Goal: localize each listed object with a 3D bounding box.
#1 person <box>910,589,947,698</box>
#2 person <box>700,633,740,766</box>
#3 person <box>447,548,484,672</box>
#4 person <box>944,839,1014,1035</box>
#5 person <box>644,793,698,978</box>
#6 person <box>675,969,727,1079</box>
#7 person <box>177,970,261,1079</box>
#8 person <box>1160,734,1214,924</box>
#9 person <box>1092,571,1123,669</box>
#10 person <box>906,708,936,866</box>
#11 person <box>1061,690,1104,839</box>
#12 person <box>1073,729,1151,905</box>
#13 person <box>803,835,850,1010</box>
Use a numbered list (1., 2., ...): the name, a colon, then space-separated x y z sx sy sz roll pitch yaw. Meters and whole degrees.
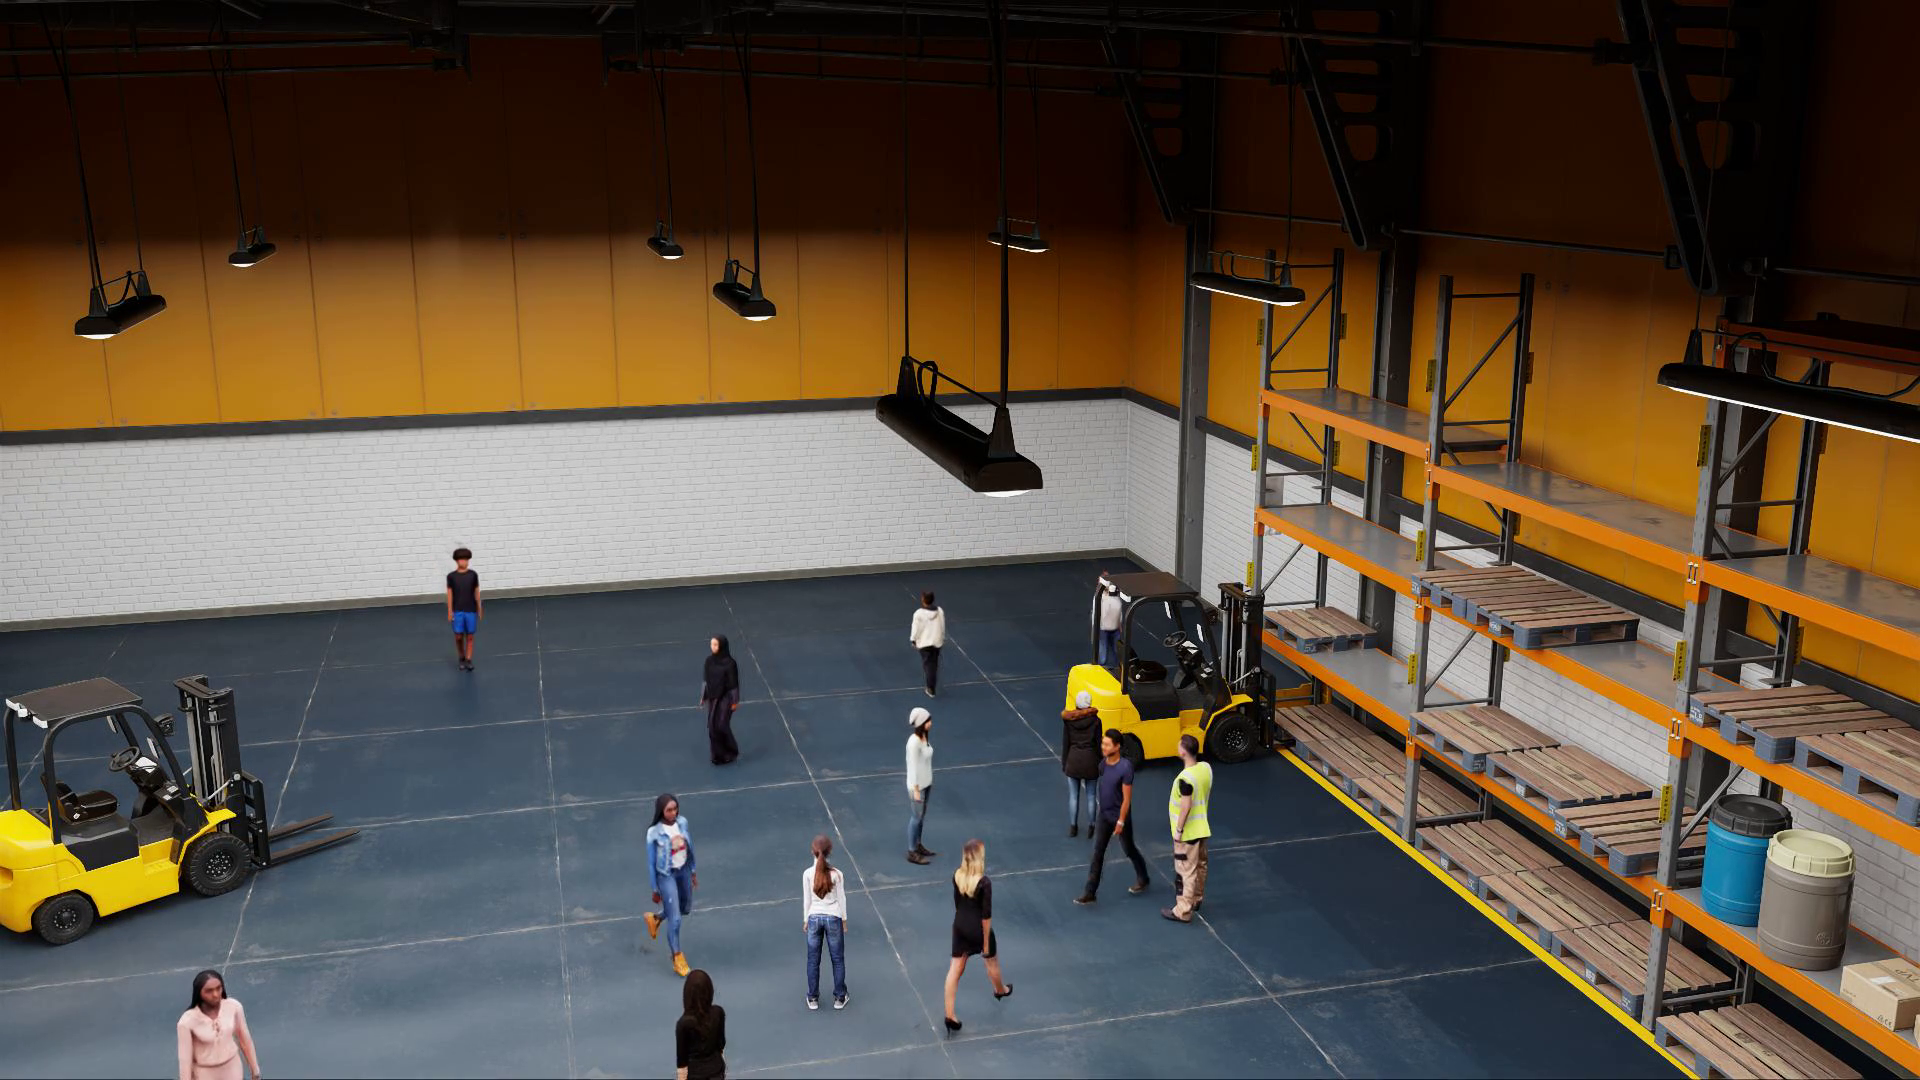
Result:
1. person: -0.383 1.401 22.280 0.659 1.433 0.879 -5 14 -20
2. person: -2.818 1.880 19.927 0.807 1.609 0.858 10 17 34
3. person: -6.982 0.958 23.363 0.662 1.783 0.647 -6 15 -22
4. person: 0.045 3.338 13.870 1.066 1.625 1.057 10 17 35
5. person: -2.634 3.045 14.930 1.082 1.697 0.948 10 17 37
6. person: -1.792 3.842 11.778 0.677 1.630 0.758 -9 16 -33
7. person: -5.291 3.808 11.766 0.923 1.702 0.851 11 17 38
8. person: 2.191 2.733 15.902 0.911 1.845 0.856 9 16 33
9. person: 1.941 1.253 22.297 0.703 1.711 0.850 -6 15 -23
10. person: -0.423 2.517 17.217 0.706 1.646 0.609 5 14 19
11. person: 1.316 2.385 17.789 0.715 1.634 0.727 2 14 9
12. person: 1.596 2.696 16.257 1.042 1.749 1.176 -12 18 -40
13. person: -1.169 3.274 14.279 0.591 1.558 0.591 0 14 1
